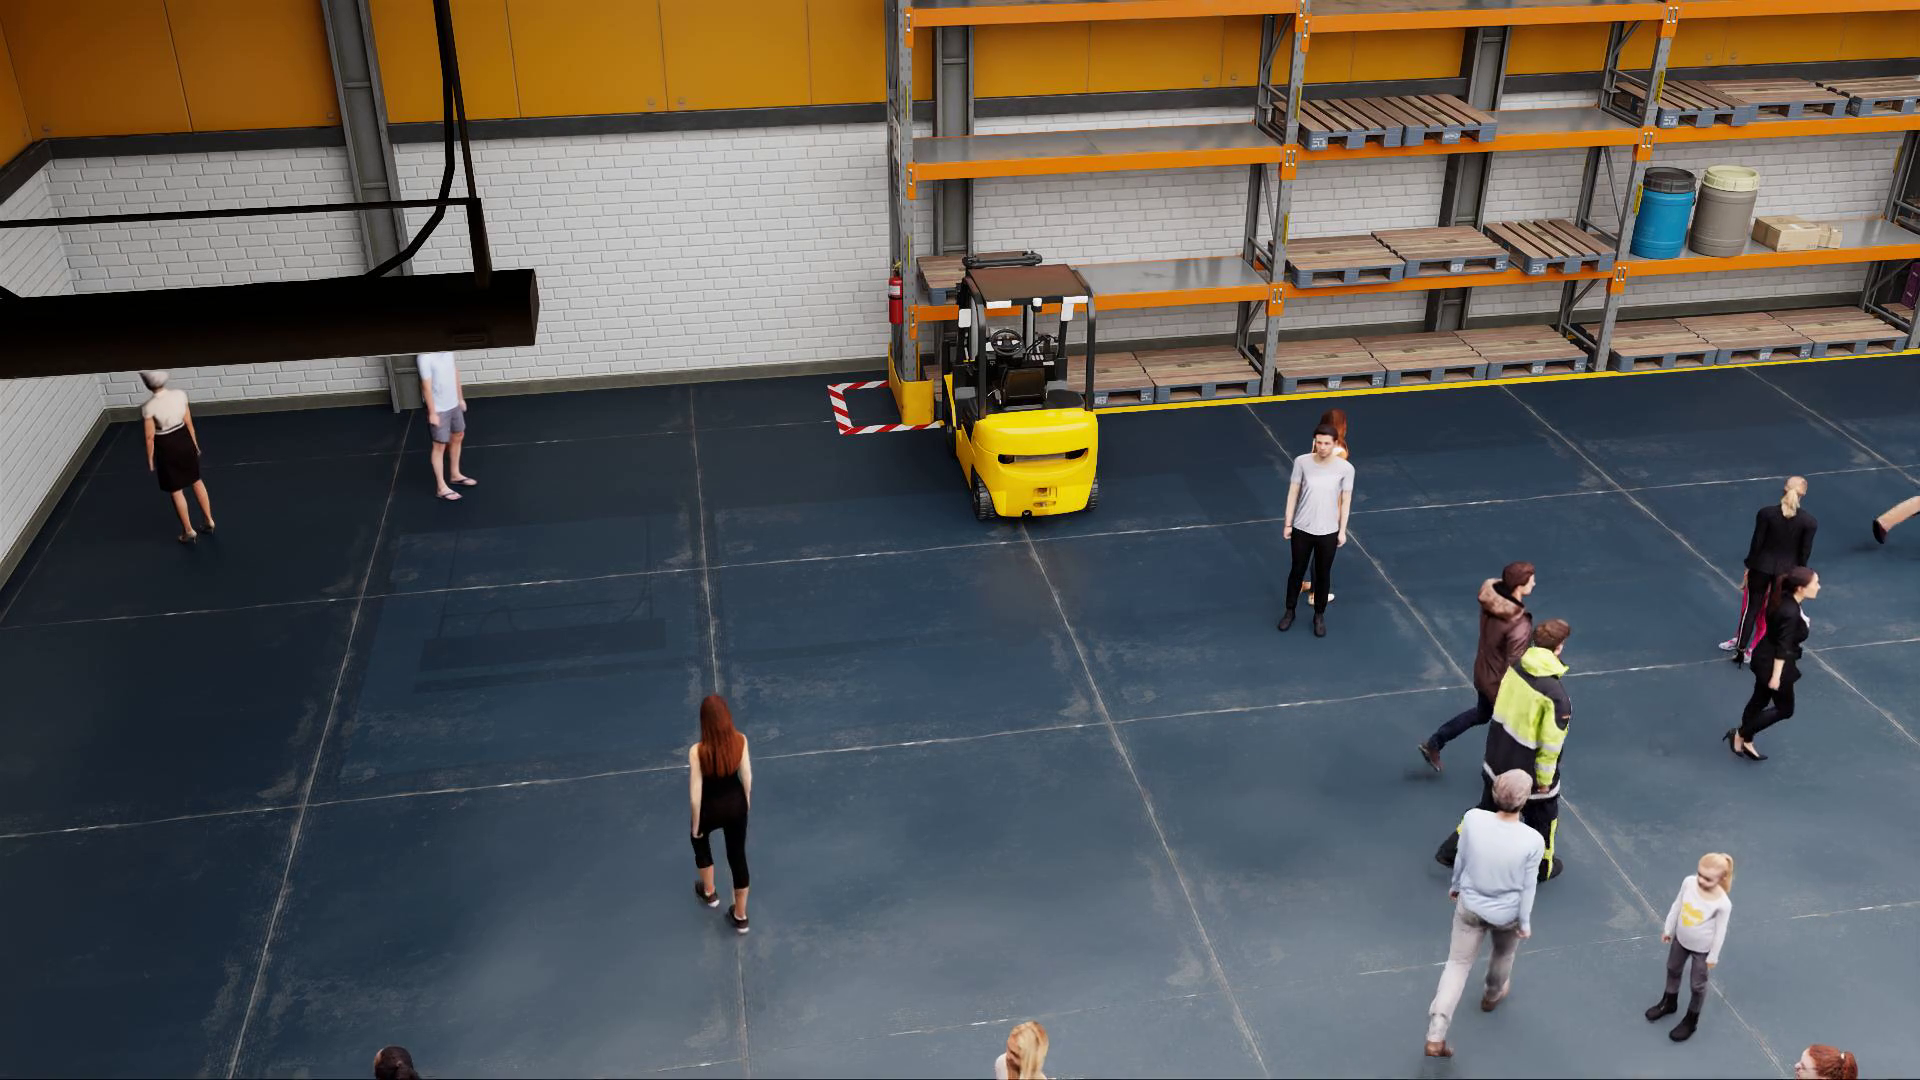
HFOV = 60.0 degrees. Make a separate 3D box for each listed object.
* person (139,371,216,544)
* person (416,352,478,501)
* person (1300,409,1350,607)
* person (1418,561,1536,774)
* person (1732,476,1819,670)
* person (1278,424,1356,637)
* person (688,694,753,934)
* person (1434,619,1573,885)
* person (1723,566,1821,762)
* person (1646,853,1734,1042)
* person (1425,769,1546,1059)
[{"bbox_3d":[-7.127,-0.774,15.133,0.774,1.746,0.719,18,33,30],"label":"person"},{"bbox_3d":[-4.993,-1.299,16.009,0.724,1.829,0.729,9,30,15],"label":"person"},{"bbox_3d":[3.076,-0.274,14.210,0.608,1.752,0.632,-13,31,-23],"label":"person"},{"bbox_3d":[3.767,0.969,11.854,1.098,1.826,0.813,-2,29,-4],"label":"person"},{"bbox_3d":[6.477,0.272,13.258,0.663,1.705,0.755,14,31,24],"label":"person"},{"bbox_3d":[2.950,-0.099,13.772,0.657,1.863,0.808,8,30,15],"label":"person"},{"bbox_3d":[-1.479,1.772,10.508,0.818,1.705,0.787,-13,31,-23],"label":"person"},{"bbox_3d":[3.604,1.429,10.899,1.195,1.932,0.916,-9,30,-16],"label":"person"},{"bbox_3d":[5.848,0.918,12.131,0.755,1.649,0.726,8,30,14],"label":"person"},{"bbox_3d":[4.370,2.370,9.859,0.586,1.277,0.559,-15,32,-26],"label":"person"},{"bbox_3d":[3.001,2.195,9.586,1.238,1.845,1.294,18,33,30],"label":"person"}]
